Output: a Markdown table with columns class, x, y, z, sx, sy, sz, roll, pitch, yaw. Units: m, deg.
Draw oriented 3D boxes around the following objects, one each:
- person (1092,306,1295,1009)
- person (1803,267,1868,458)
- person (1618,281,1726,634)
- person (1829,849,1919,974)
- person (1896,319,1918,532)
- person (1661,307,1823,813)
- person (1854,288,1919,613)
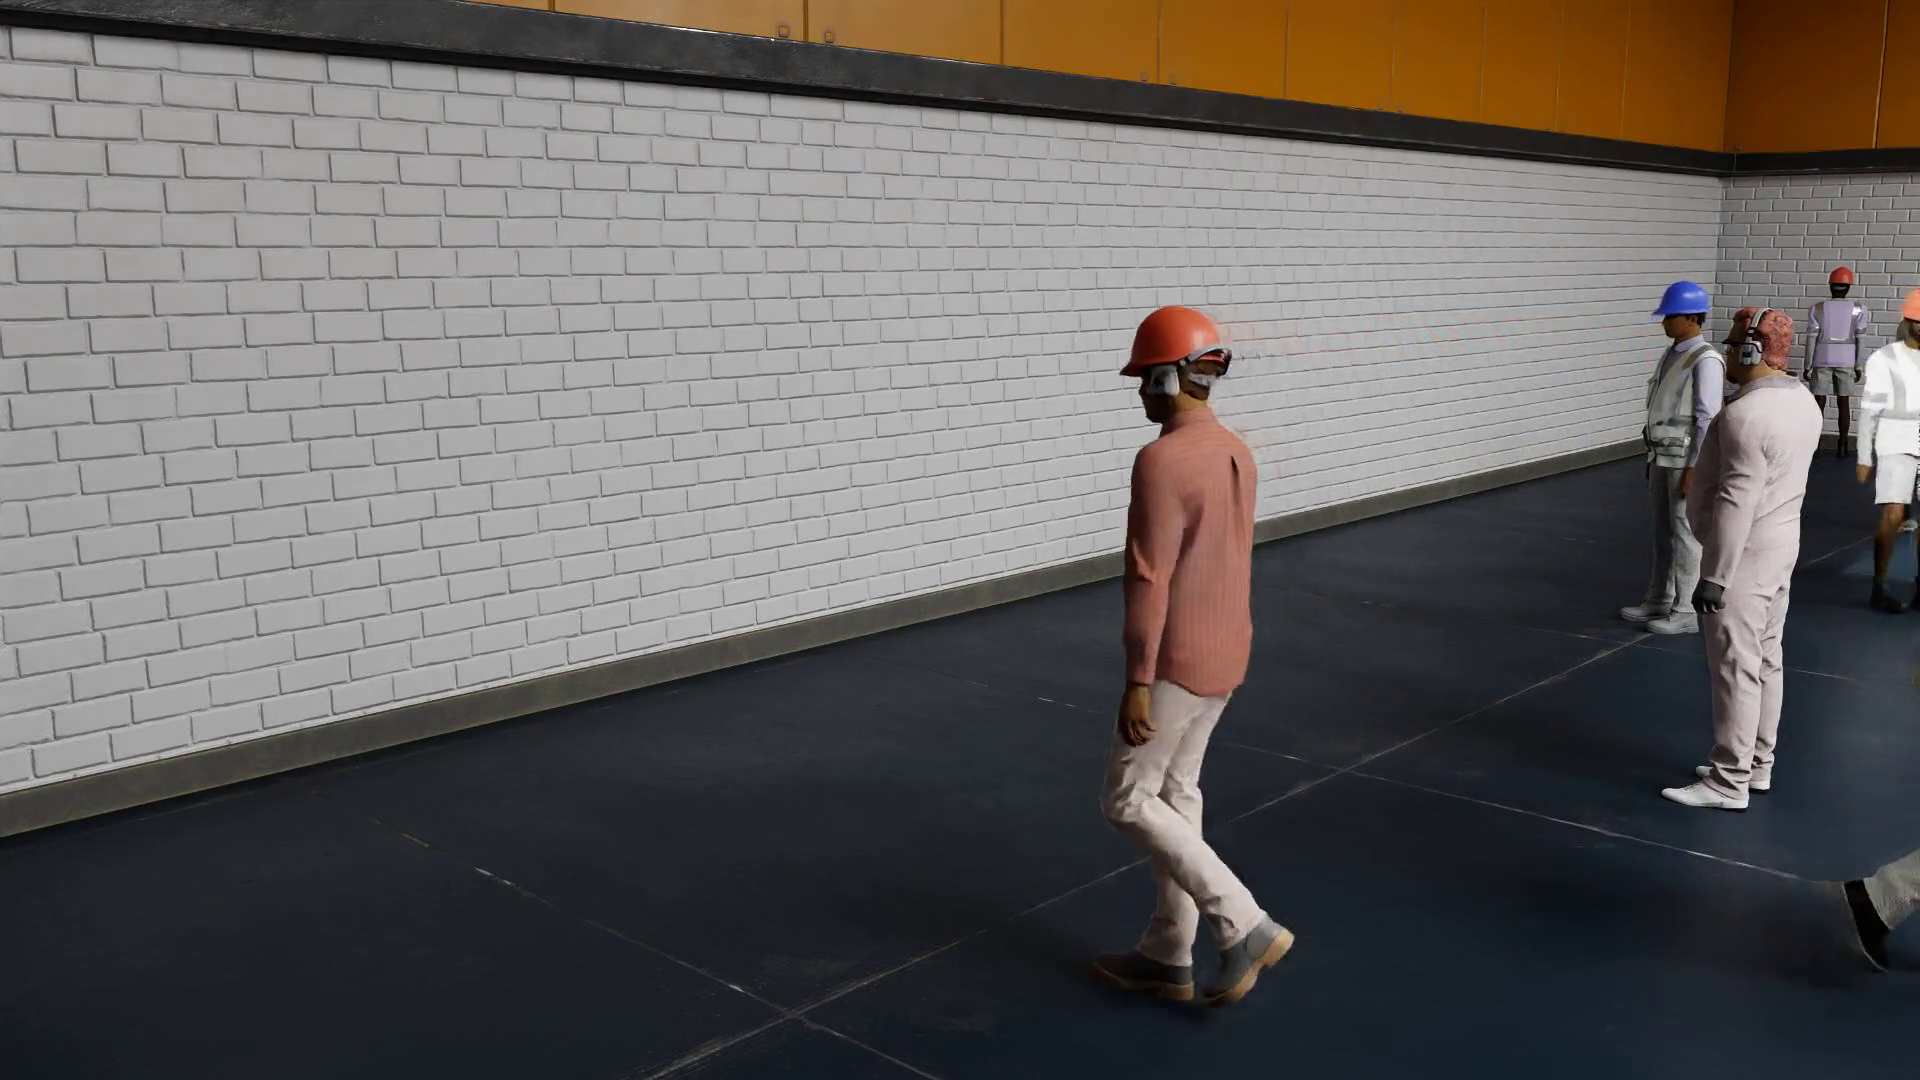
| class | x | y | z | sx | sy | sz | roll | pitch | yaw |
| --- | --- | --- | --- | --- | --- | --- | --- | --- | --- |
| person | 0.651 | 0.343 | 4.633 | 0.567 | 1.967 | 0.641 | 6 | 12 | 32 |
| person | 8.890 | -1.802 | 16.936 | 0.548 | 1.937 | 0.379 | 4 | 11 | 24 |
| person | 3.983 | -0.455 | 9.235 | 0.387 | 1.948 | 0.601 | 0 | 10 | -1 |
| person | 2.856 | 0.419 | 4.668 | 0.620 | 1.810 | 0.620 | 2 | 10 | 9 |
| person | 7.230 | -1.022 | 12.328 | 0.374 | 1.993 | 0.623 | -6 | 12 | -32 |
| person | 2.968 | 0.077 | 6.328 | 0.410 | 1.908 | 0.643 | 9 | 14 | 43 |
| person | 5.559 | -0.517 | 9.706 | 0.588 | 1.906 | 0.468 | -1 | 10 | -4 |
